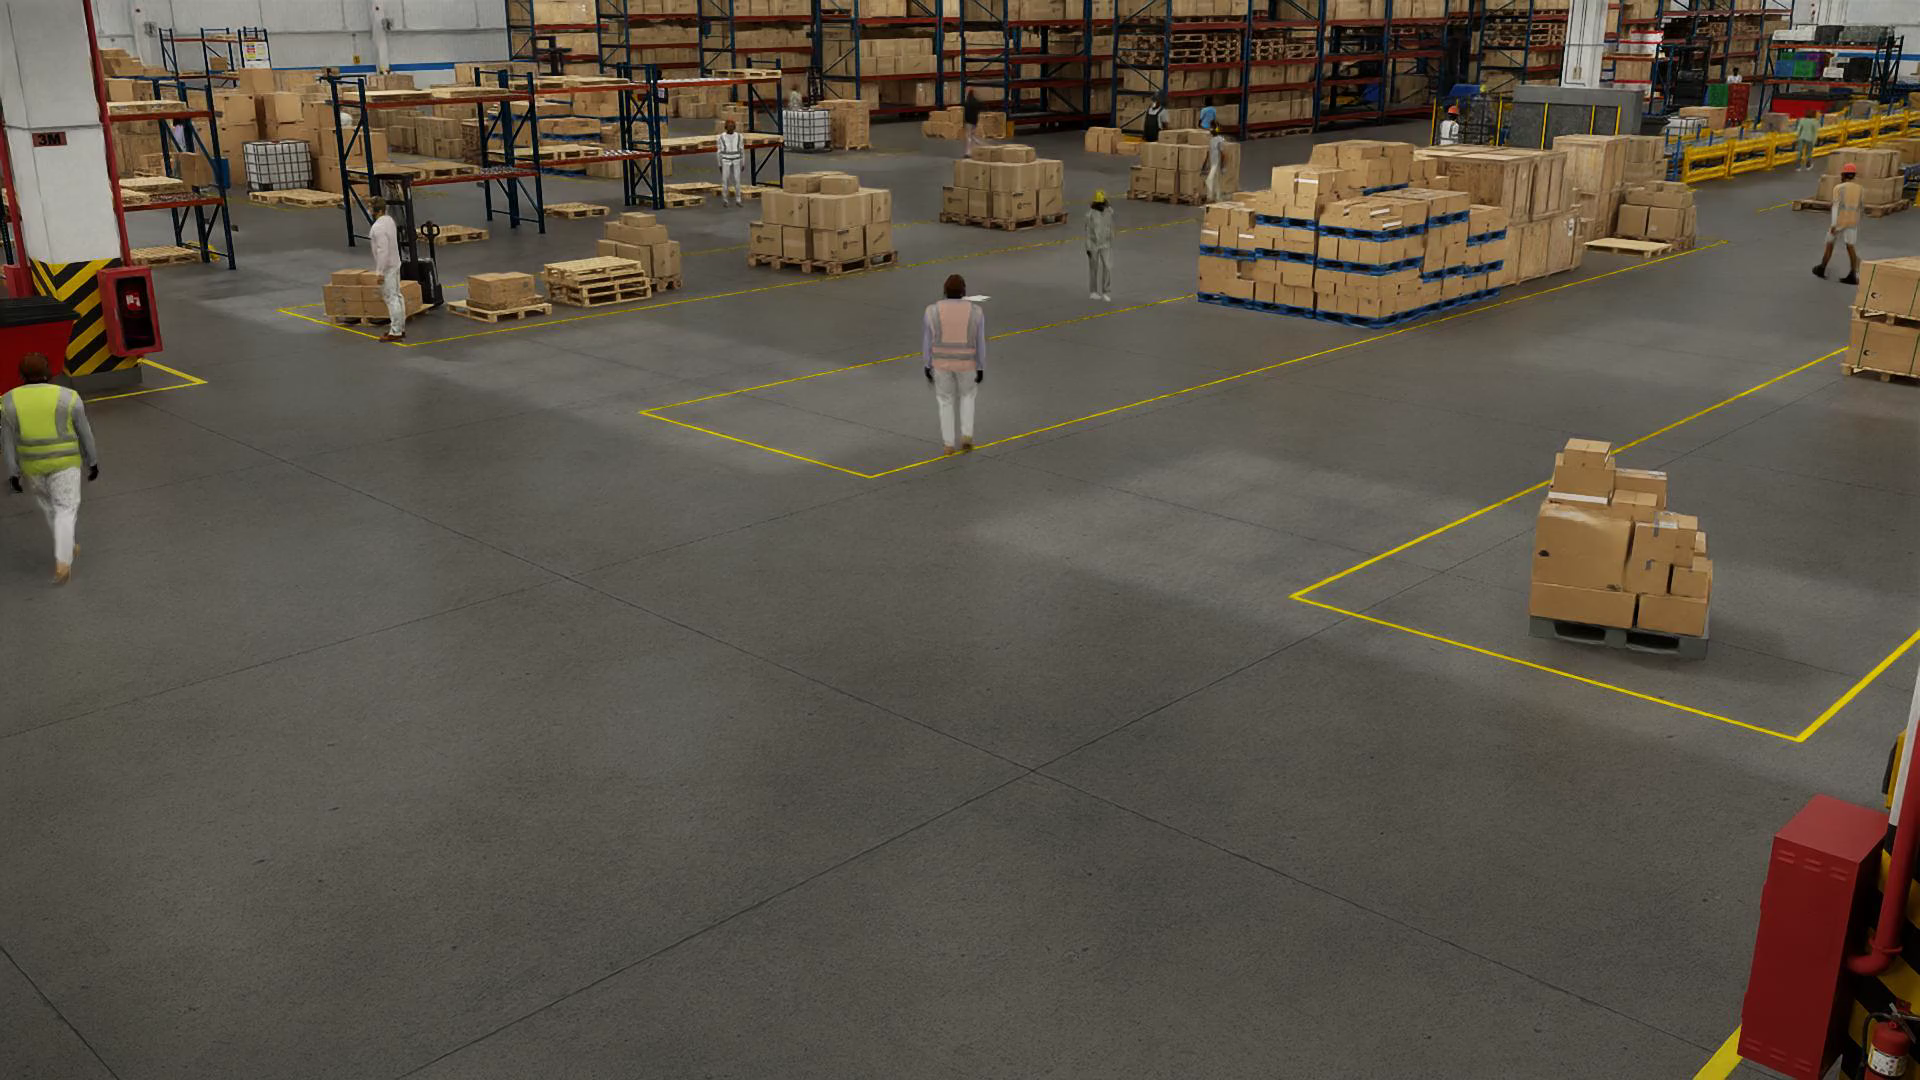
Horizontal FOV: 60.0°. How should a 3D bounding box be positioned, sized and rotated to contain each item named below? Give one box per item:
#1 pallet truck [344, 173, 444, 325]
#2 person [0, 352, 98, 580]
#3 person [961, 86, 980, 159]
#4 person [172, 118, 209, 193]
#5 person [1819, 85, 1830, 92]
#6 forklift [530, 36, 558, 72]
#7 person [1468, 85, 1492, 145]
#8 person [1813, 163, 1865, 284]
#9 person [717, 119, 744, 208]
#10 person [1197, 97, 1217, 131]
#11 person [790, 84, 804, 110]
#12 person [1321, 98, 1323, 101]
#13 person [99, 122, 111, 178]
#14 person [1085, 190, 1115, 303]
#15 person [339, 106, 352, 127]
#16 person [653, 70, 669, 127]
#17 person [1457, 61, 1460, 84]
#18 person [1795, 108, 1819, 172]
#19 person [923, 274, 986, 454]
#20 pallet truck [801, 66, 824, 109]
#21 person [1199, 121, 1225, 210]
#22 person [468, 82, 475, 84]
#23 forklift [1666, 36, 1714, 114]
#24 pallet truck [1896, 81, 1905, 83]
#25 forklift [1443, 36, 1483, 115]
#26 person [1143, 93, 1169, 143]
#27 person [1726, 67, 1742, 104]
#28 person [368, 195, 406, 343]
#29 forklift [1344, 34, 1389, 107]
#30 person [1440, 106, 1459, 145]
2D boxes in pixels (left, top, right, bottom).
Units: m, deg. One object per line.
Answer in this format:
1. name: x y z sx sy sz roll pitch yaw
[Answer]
1. pallet truck: -8.209 -4.181 23.757 0.823 1.965 1.885 3 19 9
2. person: -7.259 -0.597 13.284 0.627 1.803 0.944 -5 19 -15
3. person: 0.336 -11.545 45.990 0.507 1.964 0.641 8 20 23
4. person: -17.858 -8.910 38.227 0.985 1.867 0.582 0 18 -1
5. person: 30.946 -15.894 59.492 0.914 1.715 0.530 -3 19 -8
6. forklift: -15.452 -17.325 61.980 1.873 2.768 1.129 17 25 41
7. person: 15.523 -12.652 49.627 0.592 1.788 0.945 14 23 36
8. person: 14.191 -5.077 26.694 0.586 1.853 1.032 -1 18 -4
9. person: -4.920 -8.095 35.751 0.571 1.876 0.353 -6 19 -19
10. person: 6.876 -11.454 46.208 0.541 1.650 0.874 -14 23 -36
11. person: -5.145 -13.763 53.233 0.824 1.595 0.545 8 20 24
12. person: 15.247 -19.401 69.905 0.598 1.817 0.563 15 24 38
13. person: -21.215 -9.845 40.987 0.569 1.890 0.524 -3 19 -8
14. person: 2.089 -4.396 24.880 0.501 1.678 0.782 -5 19 -15
15. person: -15.293 -9.884 41.065 0.630 1.918 0.808 -5 19 -15
16. person: -10.146 -14.978 56.431 0.588 1.911 0.397 7 20 20
17. person: 19.745 -18.162 66.012 0.552 1.919 0.541 16 24 39
18. person: 21.815 -10.299 42.819 0.519 1.580 0.842 17 25 41
19. person: -0.062 -1.763 16.752 0.628 1.829 0.453 0 18 -1
20. pallet truck: -4.812 -15.182 56.903 0.823 1.965 1.885 -9 21 -26
21. person: 5.326 -7.966 35.401 0.745 1.839 0.524 -4 19 -12
22. person: -16.097 -14.311 54.916 0.888 1.588 0.545 12 22 31
23. forklift: 27.341 -17.291 61.877 1.129 2.768 1.873 17 25 41
24. pallet truck: 34.802 -16.331 61.455 0.653 1.274 1.630 17 25 41
25. forklift: 18.617 -17.393 62.185 1.873 2.768 1.129 17 25 41
26. person: 4.985 -10.343 42.257 0.720 2.000 0.694 -16 24 -39
27. person: 29.257 -17.008 62.907 0.546 1.661 0.752 5 19 15
28. person: -7.620 -3.598 22.092 0.371 1.941 0.627 -1 18 -4
29. forklift: 16.185 -18.300 64.917 1.873 2.768 1.129 16 24 40
30. person: 11.413 -9.138 38.813 0.385 1.930 0.539 -9 21 -26
